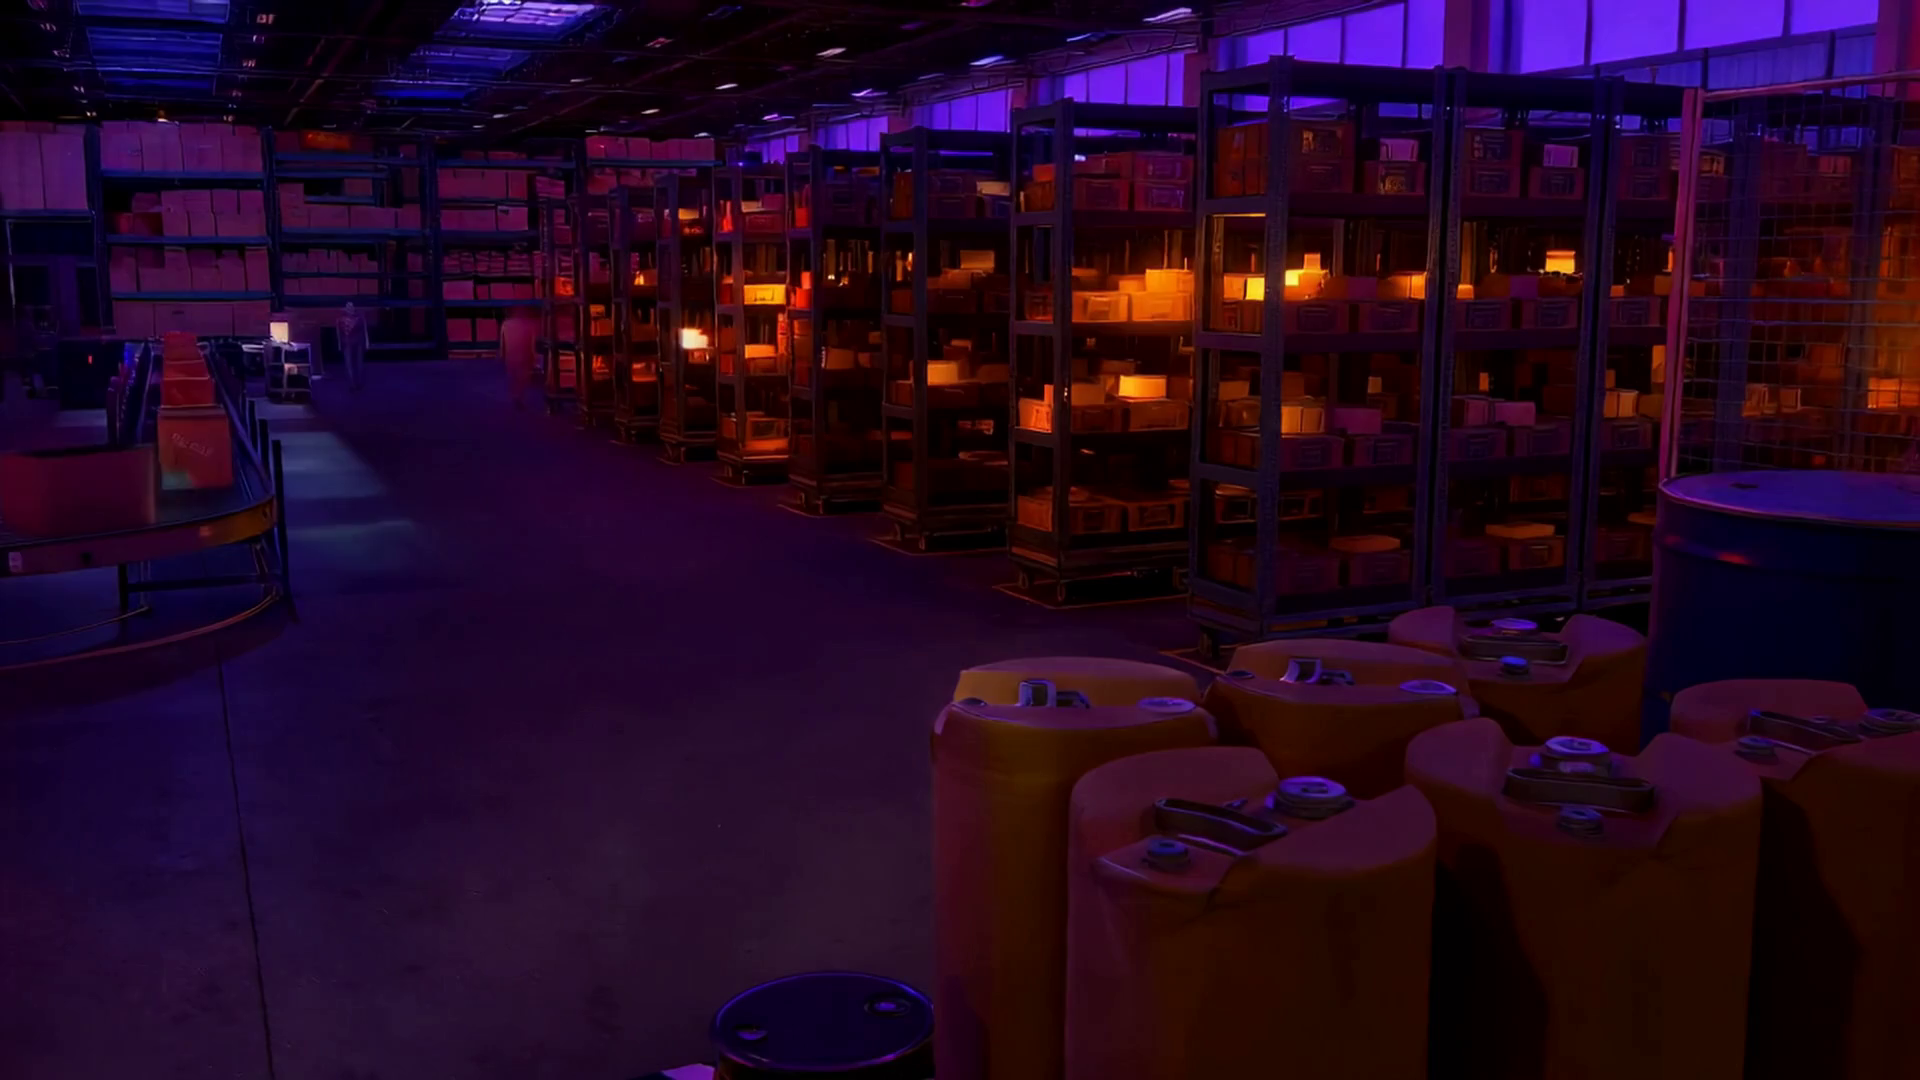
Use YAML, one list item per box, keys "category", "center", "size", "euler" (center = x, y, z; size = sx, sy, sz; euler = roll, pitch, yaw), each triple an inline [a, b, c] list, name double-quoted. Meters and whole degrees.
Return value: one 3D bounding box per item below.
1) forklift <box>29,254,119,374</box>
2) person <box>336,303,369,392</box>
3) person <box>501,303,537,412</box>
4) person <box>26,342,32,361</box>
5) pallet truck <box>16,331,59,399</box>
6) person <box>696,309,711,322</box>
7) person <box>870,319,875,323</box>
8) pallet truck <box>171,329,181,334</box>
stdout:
- category: "forklift"
  center: [-20.686, -5.261, 38.730]
  size: [1.873, 2.768, 1.129]
  euler: [-4, 10, -25]
- category: "person"
  center: [-12.268, -3.896, 33.598]
  size: [0.591, 1.803, 0.826]
  euler: [-5, 10, -26]
- category: "person"
  center: [-7.552, -3.104, 28.433]
  size: [0.672, 1.877, 0.531]
  euler: [1, 9, 8]
- category: "person"
  center: [-24.968, -5.659, 44.682]
  size: [0.649, 1.741, 0.560]
  euler: [-2, 9, -15]
- category: "pallet truck"
  center: [-17.082, -3.353, 31.781]
  size: [1.630, 1.274, 0.653]
  euler: [-4, 10, -25]
- category: "person"
  center: [-5.314, -4.188, 35.380]
  size: [0.571, 1.813, 0.810]
  euler: [-9, 13, -43]
- category: "person"
  center: [-2.642, -6.016, 46.972]
  size: [0.497, 1.726, 0.417]
  euler: [0, 9, 2]
- category: "pallet truck"
  center: [-17.275, -3.851, 35.096]
  size: [1.601, 1.201, 0.680]
  euler: [0, 9, 1]
